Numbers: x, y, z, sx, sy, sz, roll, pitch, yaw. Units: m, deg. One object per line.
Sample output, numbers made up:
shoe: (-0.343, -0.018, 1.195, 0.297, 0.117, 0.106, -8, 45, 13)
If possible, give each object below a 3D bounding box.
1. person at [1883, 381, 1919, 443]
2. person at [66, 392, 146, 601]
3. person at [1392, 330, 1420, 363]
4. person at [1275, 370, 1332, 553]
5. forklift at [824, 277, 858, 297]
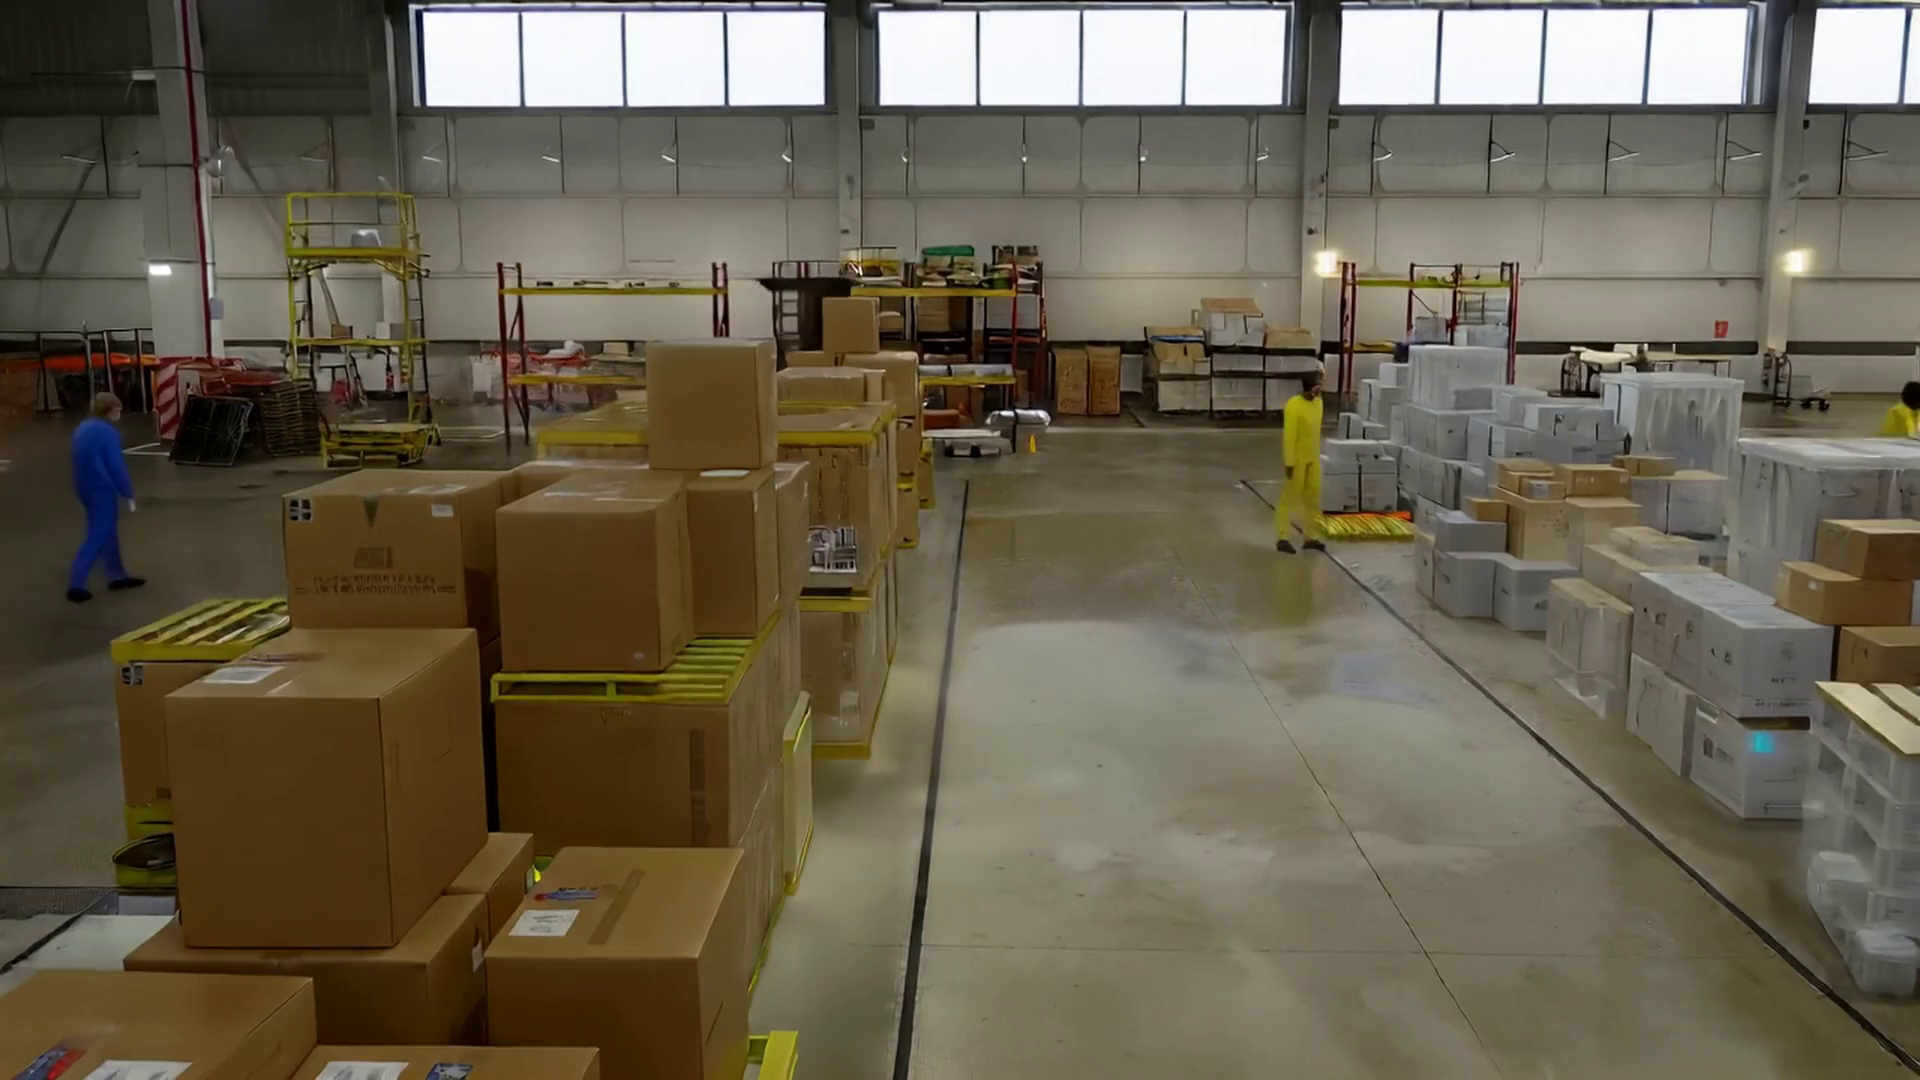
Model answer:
person: (9.986, -0.795, 17.660, 0.617, 1.802, 0.980, -4, 10, -23)
person: (-7.809, -0.399, 15.050, 0.640, 1.878, 0.834, 7, 12, 37)
person: (7.168, -2.393, 26.756, 0.414, 1.969, 0.657, -8, 12, -40)
person: (3.607, -0.815, 17.393, 0.516, 1.932, 0.726, 9, 13, 44)
forklift: (-1.725, -2.400, 24.011, 1.873, 2.768, 1.129, 0, 9, 1)
